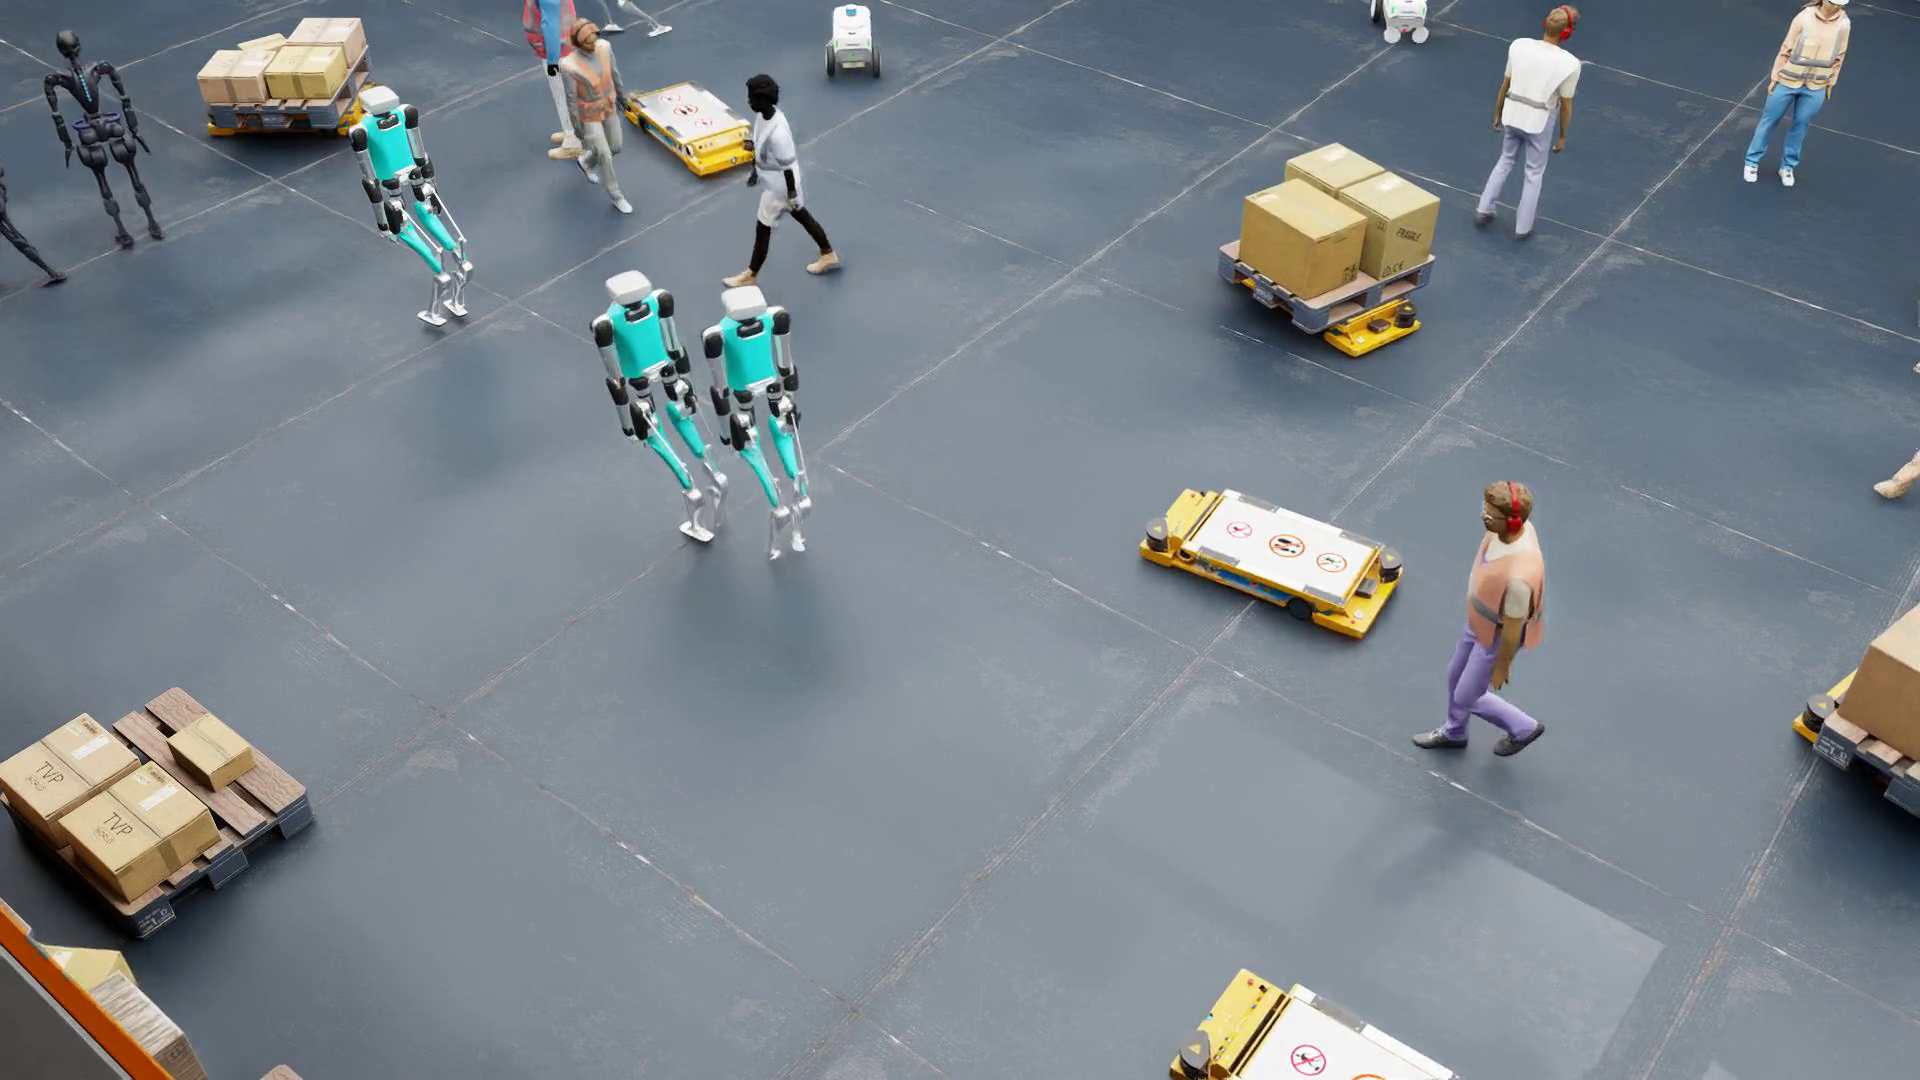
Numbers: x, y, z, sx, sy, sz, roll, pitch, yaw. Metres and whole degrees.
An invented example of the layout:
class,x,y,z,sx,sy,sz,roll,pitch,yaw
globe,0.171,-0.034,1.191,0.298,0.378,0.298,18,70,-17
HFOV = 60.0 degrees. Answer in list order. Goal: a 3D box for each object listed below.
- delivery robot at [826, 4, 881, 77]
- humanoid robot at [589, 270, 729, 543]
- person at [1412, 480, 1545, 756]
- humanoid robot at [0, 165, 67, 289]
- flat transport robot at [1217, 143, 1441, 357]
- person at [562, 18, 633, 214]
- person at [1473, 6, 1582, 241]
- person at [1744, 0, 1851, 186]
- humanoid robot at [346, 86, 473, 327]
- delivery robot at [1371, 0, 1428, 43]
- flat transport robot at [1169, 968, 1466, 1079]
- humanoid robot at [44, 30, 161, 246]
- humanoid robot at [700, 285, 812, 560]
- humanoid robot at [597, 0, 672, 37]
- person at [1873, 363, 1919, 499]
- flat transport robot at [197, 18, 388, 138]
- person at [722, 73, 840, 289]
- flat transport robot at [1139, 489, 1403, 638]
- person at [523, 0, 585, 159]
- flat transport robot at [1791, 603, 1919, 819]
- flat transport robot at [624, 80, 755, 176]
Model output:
class,x,y,z,sx,sy,sz,roll,pitch,yaw
delivery robot,-0.992,-4.585,15.266,0.514,0.614,0.785,-2,40,-3
humanoid robot,-1.674,-0.669,9.753,0.541,1.788,0.796,-31,49,-31
person,2.730,0.459,8.339,0.540,1.818,0.593,2,40,3
humanoid robot,-7.111,-2.536,12.001,0.733,1.626,0.620,-11,41,-12
flat transport robot,2.640,-1.835,12.236,0.659,0.231,1.431,-24,46,-26
person,-2.883,-3.344,12.965,0.579,1.614,0.559,25,46,26
person,4.305,-3.135,12.565,0.586,1.823,0.425,31,49,31
person,6.720,-3.664,13.269,0.495,1.723,0.376,9,41,10
humanoid robot,-3.713,-2.261,11.526,0.742,1.693,0.531,27,47,28
delivery robot,4.233,-5.100,15.857,0.517,0.595,0.767,4,41,5
flat transport robot,1.692,2.434,7.215,1.431,0.231,0.659,26,47,27
humanoid robot,-6.486,-3.033,12.555,0.590,1.649,0.353,-24,46,-26
humanoid robot,-1.085,-0.580,9.628,0.546,1.781,0.688,-21,45,-23
humanoid robot,-3.205,-5.458,15.388,0.881,1.790,0.574,-16,43,-18
person,6.179,-1.052,10.208,0.871,1.698,0.474,-12,42,-13
flat transport robot,-5.741,-3.756,14.496,1.431,0.231,0.659,0,40,0
person,-1.316,-2.607,12.082,0.908,1.641,0.520,-8,41,-9
flat transport robot,1.863,0.094,9.967,1.431,0.231,0.659,22,45,23
person,-3.329,-4.045,13.632,0.430,1.834,0.633,-6,41,-6
flat transport robot,5.190,1.193,8.674,0.659,0.231,1.431,-27,47,-28
flat transport robot,-2.293,-3.557,14.262,0.659,0.231,1.431,-25,46,-26
